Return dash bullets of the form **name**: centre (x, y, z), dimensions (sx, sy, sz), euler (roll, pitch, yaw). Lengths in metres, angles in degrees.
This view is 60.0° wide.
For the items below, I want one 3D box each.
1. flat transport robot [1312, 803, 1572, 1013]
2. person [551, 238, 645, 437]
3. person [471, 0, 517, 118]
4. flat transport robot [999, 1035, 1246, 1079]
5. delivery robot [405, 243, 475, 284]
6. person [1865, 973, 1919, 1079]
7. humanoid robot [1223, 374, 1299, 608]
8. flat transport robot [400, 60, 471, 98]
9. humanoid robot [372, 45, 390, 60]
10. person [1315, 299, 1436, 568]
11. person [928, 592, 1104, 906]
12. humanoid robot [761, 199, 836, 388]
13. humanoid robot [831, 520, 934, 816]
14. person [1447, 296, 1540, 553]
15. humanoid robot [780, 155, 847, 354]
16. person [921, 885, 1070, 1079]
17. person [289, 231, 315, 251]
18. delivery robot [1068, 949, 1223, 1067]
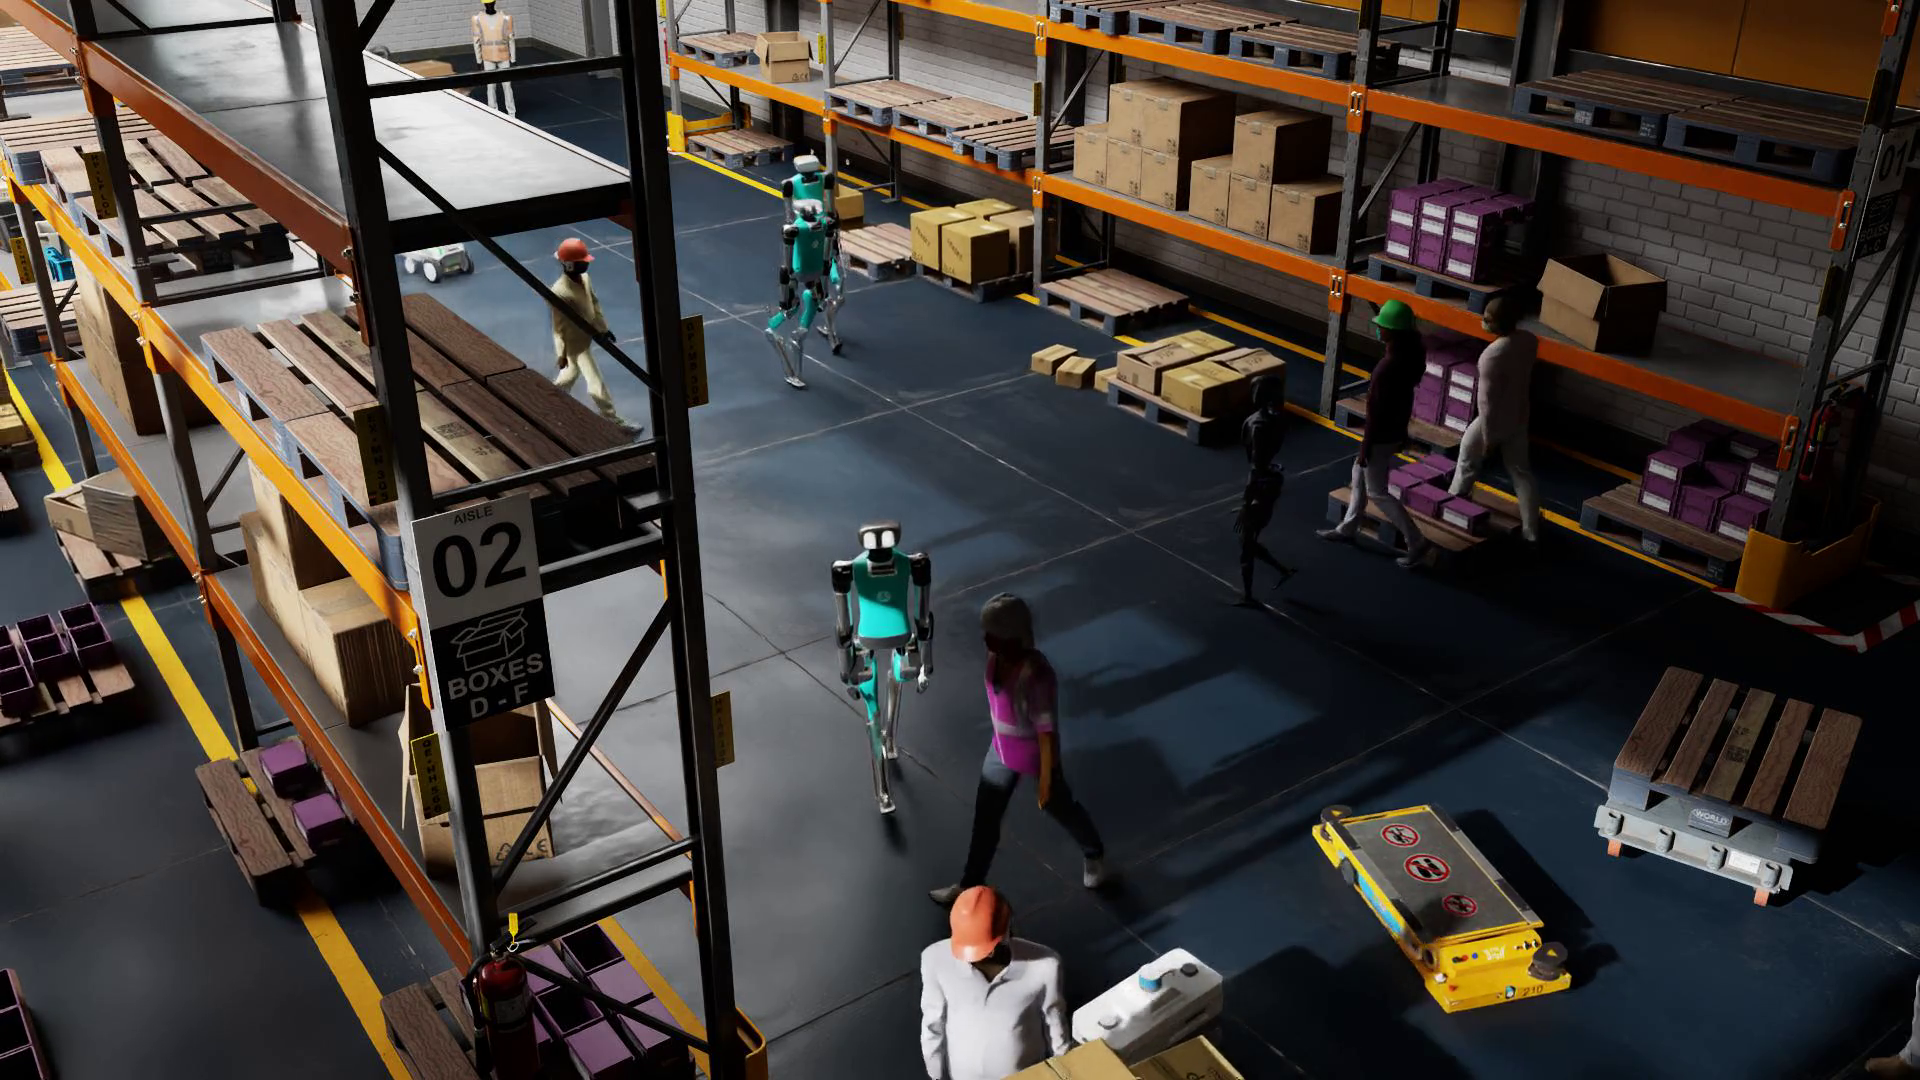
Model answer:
- **flat transport robot**: centre (2.401, 1.796, 8.414), dimensions (0.659, 0.231, 1.431), euler (-7, 28, -14)
- **person**: centre (-3.124, -1.657, 13.685), dimensions (0.919, 1.702, 0.574), euler (2, 27, 3)
- **person**: centre (-6.697, -6.966, 23.999), dimensions (0.591, 1.926, 0.363), euler (-6, 27, -12)
- **flat transport robot**: centre (0.865, 2.826, 6.366), dimensions (1.431, 0.231, 0.659), euler (-14, 30, -26)
- **delivery robot**: centre (-5.619, -3.090, 17.804), dimensions (0.765, 0.585, 0.499), euler (20, 33, 34)
- **person**: centre (4.316, 1.692, 6.917), dimensions (0.751, 1.801, 0.643), euler (5, 27, 9)
- **humanoid robot**: centre (2.027, -0.301, 11.025), dimensions (0.447, 1.647, 0.592), euler (7, 28, 14)
- **flat transport robot**: centre (-7.756, -6.081, 24.082), dimensions (0.659, 0.231, 1.431), euler (0, 27, 1)
- **humanoid robot**: centre (-7.433, -5.520, 21.405), dimensions (0.518, 1.638, 0.601), euler (-14, 30, -26)
- **person**: centre (2.999, -0.742, 11.628), dimensions (0.876, 1.918, 0.498), euler (18, 32, 32)
- **person**: centre (0.352, 1.029, 8.250), dimensions (0.959, 1.796, 0.575), euler (-17, 31, -31)
- **humanoid robot**: centre (-1.476, -2.127, 14.709), dimensions (0.548, 1.888, 0.776), euler (-22, 34, -36)
- **humanoid robot**: centre (-0.429, 0.612, 9.159), dimensions (0.548, 1.751, 1.046), euler (-3, 27, -7)
- **person**: centre (3.863, -0.858, 11.903), dimensions (0.720, 1.879, 1.033), euler (-17, 31, -30)
- **humanoid robot**: centre (-1.274, -2.629, 15.670), dimensions (0.554, 1.868, 0.842), euler (-13, 30, -25)
- **person**: centre (0.134, 1.999, 6.392), dimensions (0.569, 1.722, 0.453), euler (4, 27, 9)
- **person**: centre (-5.961, -2.368, 15.187), dimensions (0.299, 1.622, 0.503), euler (4, 27, 8)
- **delivery robot**: centre (0.830, 2.144, 7.388), dimensions (0.769, 0.580, 0.499), euler (-21, 33, -35)
